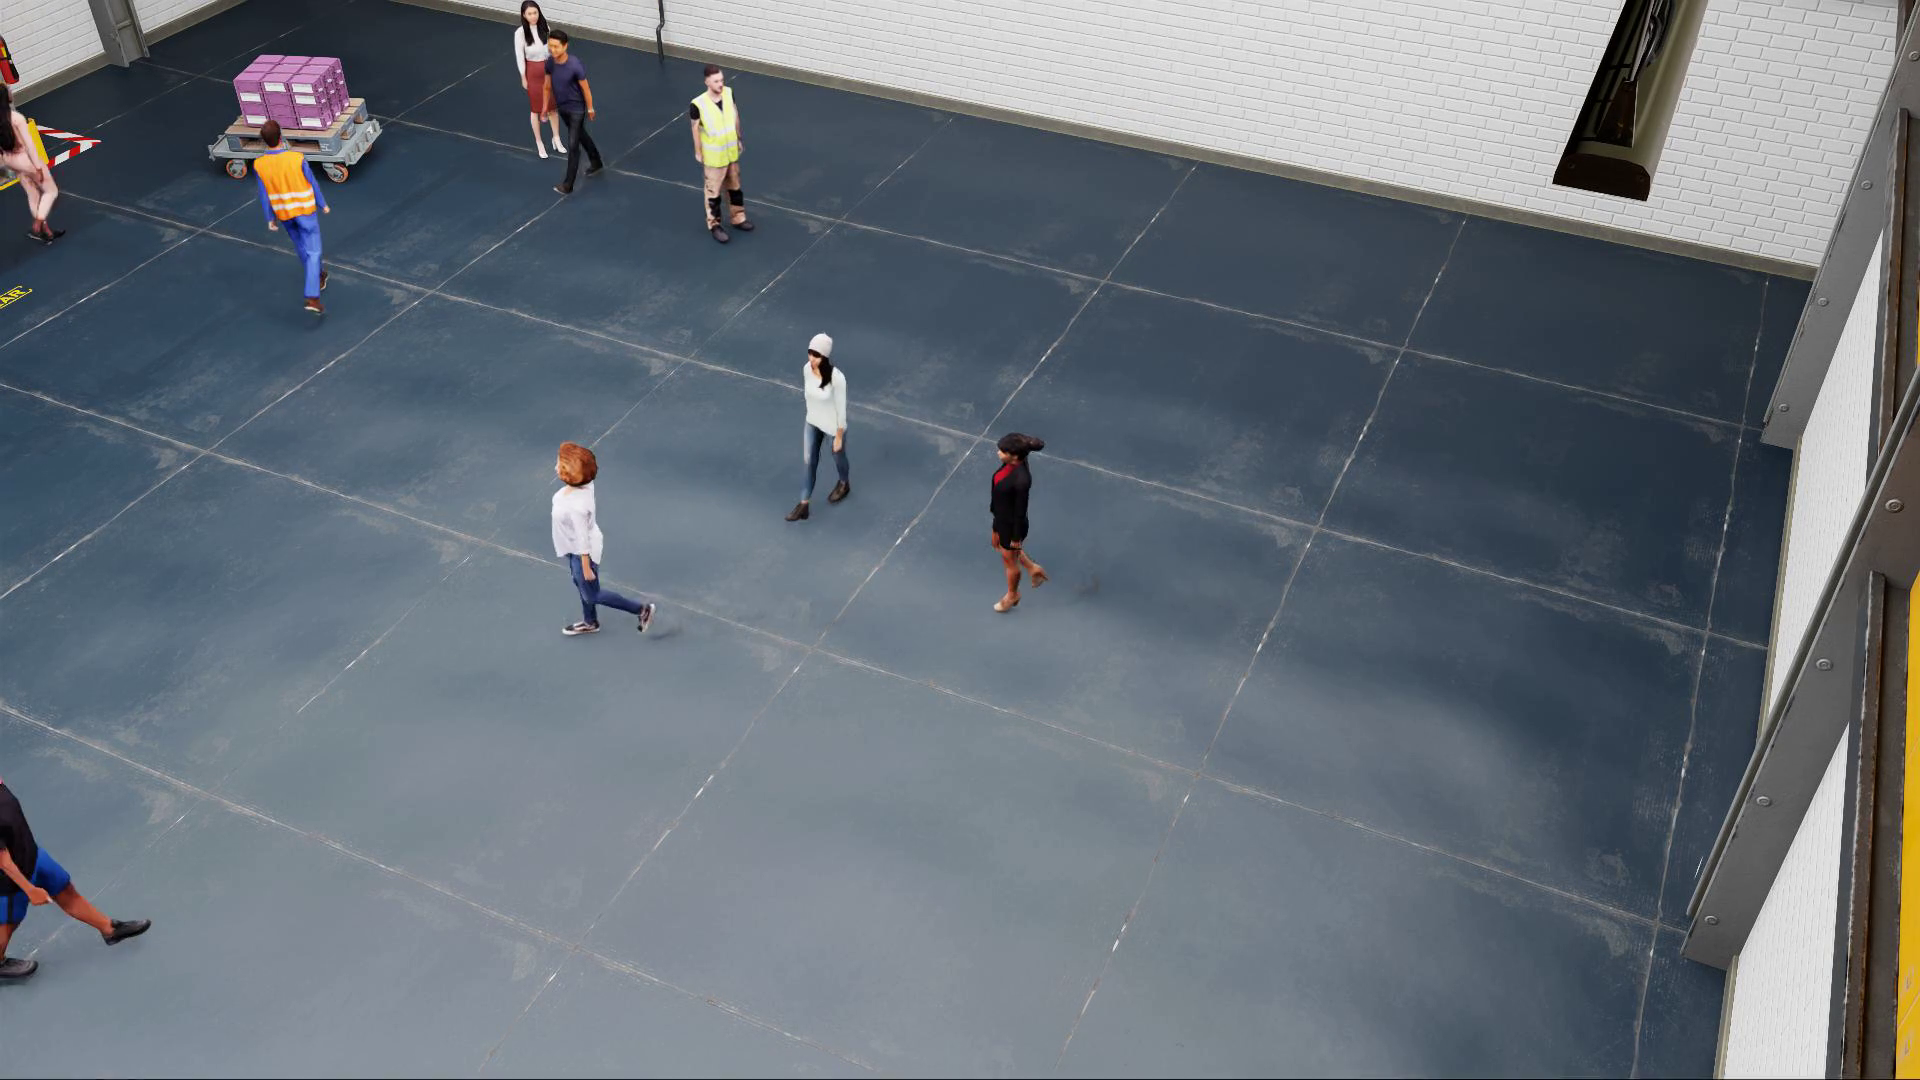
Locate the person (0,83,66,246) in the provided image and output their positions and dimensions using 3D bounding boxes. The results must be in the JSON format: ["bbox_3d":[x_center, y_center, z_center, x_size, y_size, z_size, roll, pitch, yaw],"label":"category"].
[{"bbox_3d":[-9.419,-3.710,16.634,0.663,1.711,0.732,12,40,14],"label":"person"}]

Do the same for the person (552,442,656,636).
[{"bbox_3d":[-2.615,0.040,11.956,0.994,1.690,0.998,-5,39,-6],"label":"person"}]

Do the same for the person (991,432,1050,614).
[{"bbox_3d":[0.459,-0.127,12.211,0.795,1.630,0.752,-4,39,-4],"label":"person"}]

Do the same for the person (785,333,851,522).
[{"bbox_3d":[-1.016,-0.956,13.259,0.676,1.620,1.010,22,43,25],"label":"person"}]

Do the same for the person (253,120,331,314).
[{"bbox_3d":[-6.246,-3.006,15.657,1.100,1.830,1.324,-2,39,-3],"label":"person"}]

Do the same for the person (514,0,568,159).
[{"bbox_3d":[-4.619,-5.080,18.318,0.619,1.750,0.732,-22,44,-26],"label":"person"}]

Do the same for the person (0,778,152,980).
[{"bbox_3d":[-5.538,1.916,9.559,1.171,1.747,1.152,-10,40,-12],"label":"person"}]

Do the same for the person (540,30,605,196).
[{"bbox_3d":[-4.089,-4.627,17.763,0.726,1.735,1.136,21,43,24],"label":"person"}]

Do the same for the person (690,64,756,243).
[{"bbox_3d":[-2.422,-3.932,16.806,0.782,1.843,0.870,-31,48,-33],"label":"person"}]
